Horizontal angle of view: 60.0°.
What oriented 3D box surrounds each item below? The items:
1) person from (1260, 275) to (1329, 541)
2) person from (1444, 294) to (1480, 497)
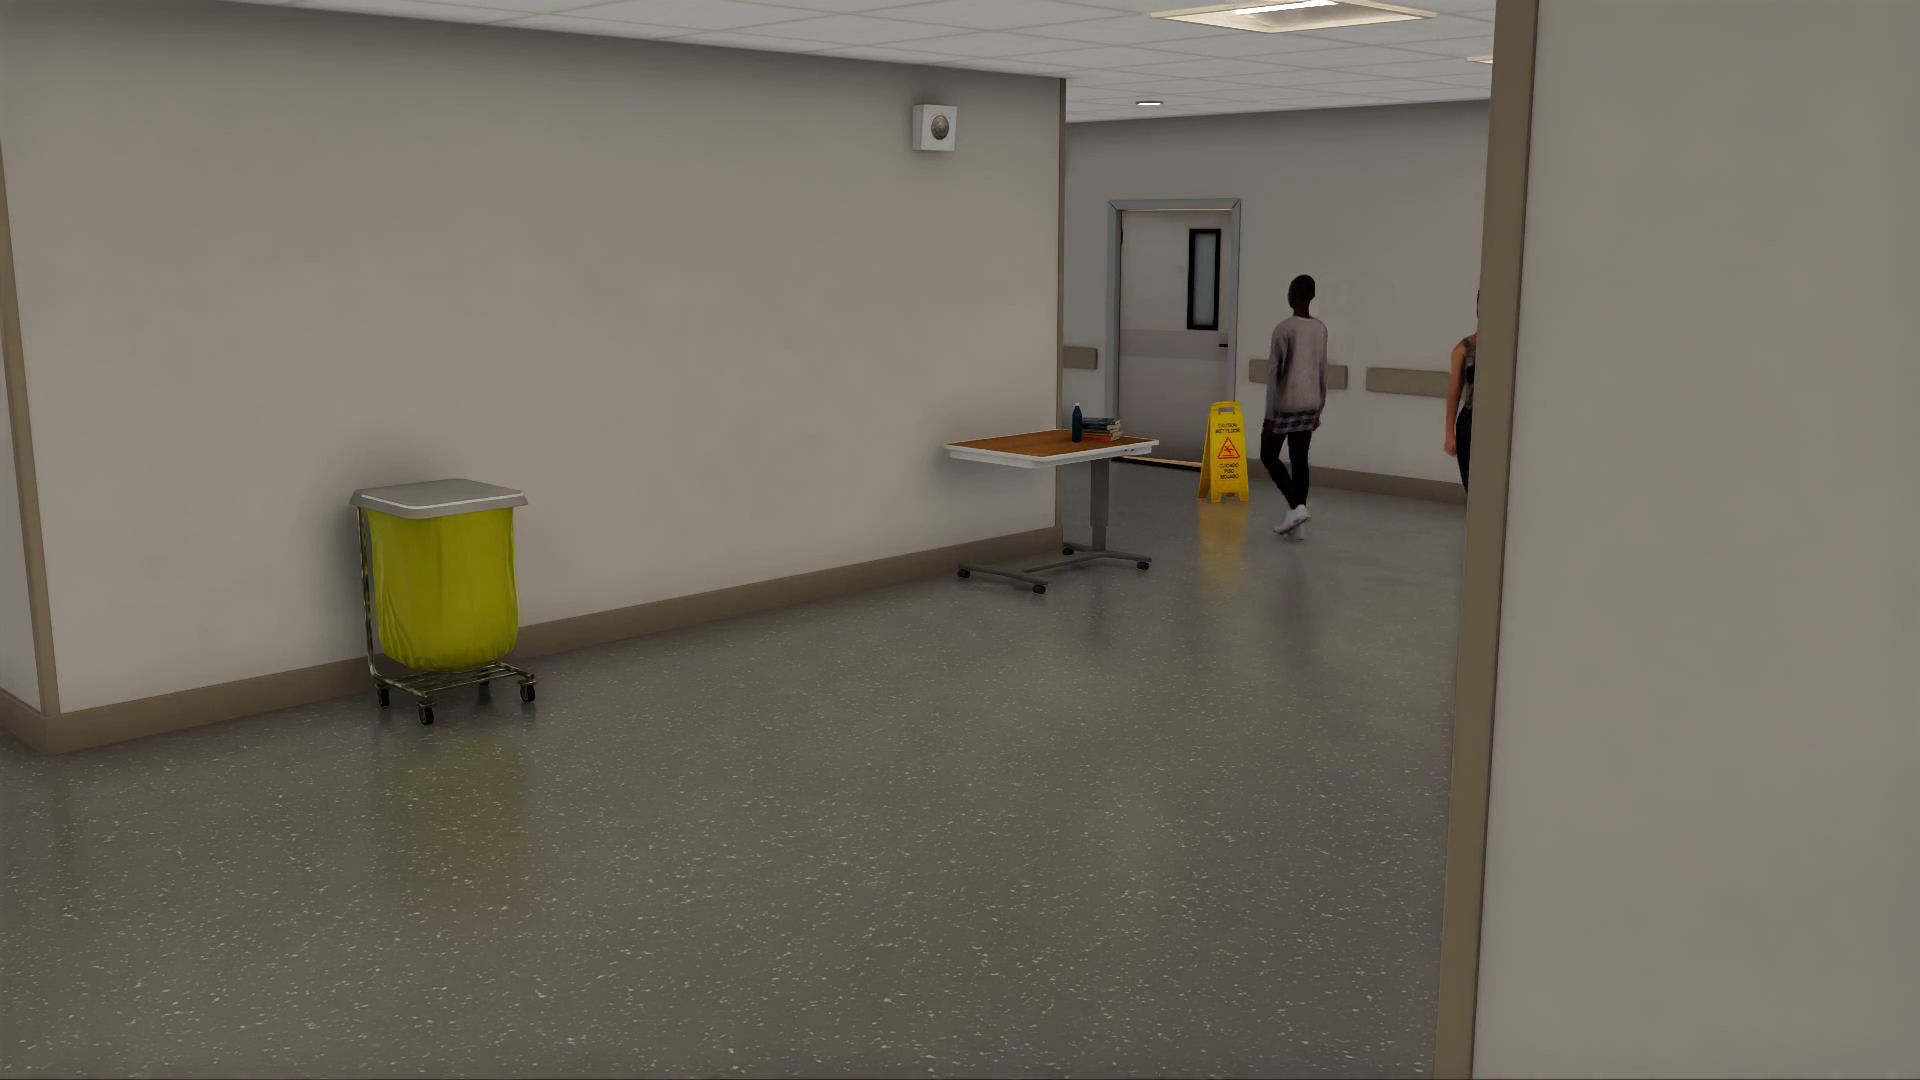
[{"bbox_3d":[2.271,-0.858,11.018,0.732,1.763,0.761,-6,12,-27],"label":"person"},{"bbox_3d":[3.012,-0.556,9.517,1.134,1.728,1.022,3,11,17],"label":"person"}]
